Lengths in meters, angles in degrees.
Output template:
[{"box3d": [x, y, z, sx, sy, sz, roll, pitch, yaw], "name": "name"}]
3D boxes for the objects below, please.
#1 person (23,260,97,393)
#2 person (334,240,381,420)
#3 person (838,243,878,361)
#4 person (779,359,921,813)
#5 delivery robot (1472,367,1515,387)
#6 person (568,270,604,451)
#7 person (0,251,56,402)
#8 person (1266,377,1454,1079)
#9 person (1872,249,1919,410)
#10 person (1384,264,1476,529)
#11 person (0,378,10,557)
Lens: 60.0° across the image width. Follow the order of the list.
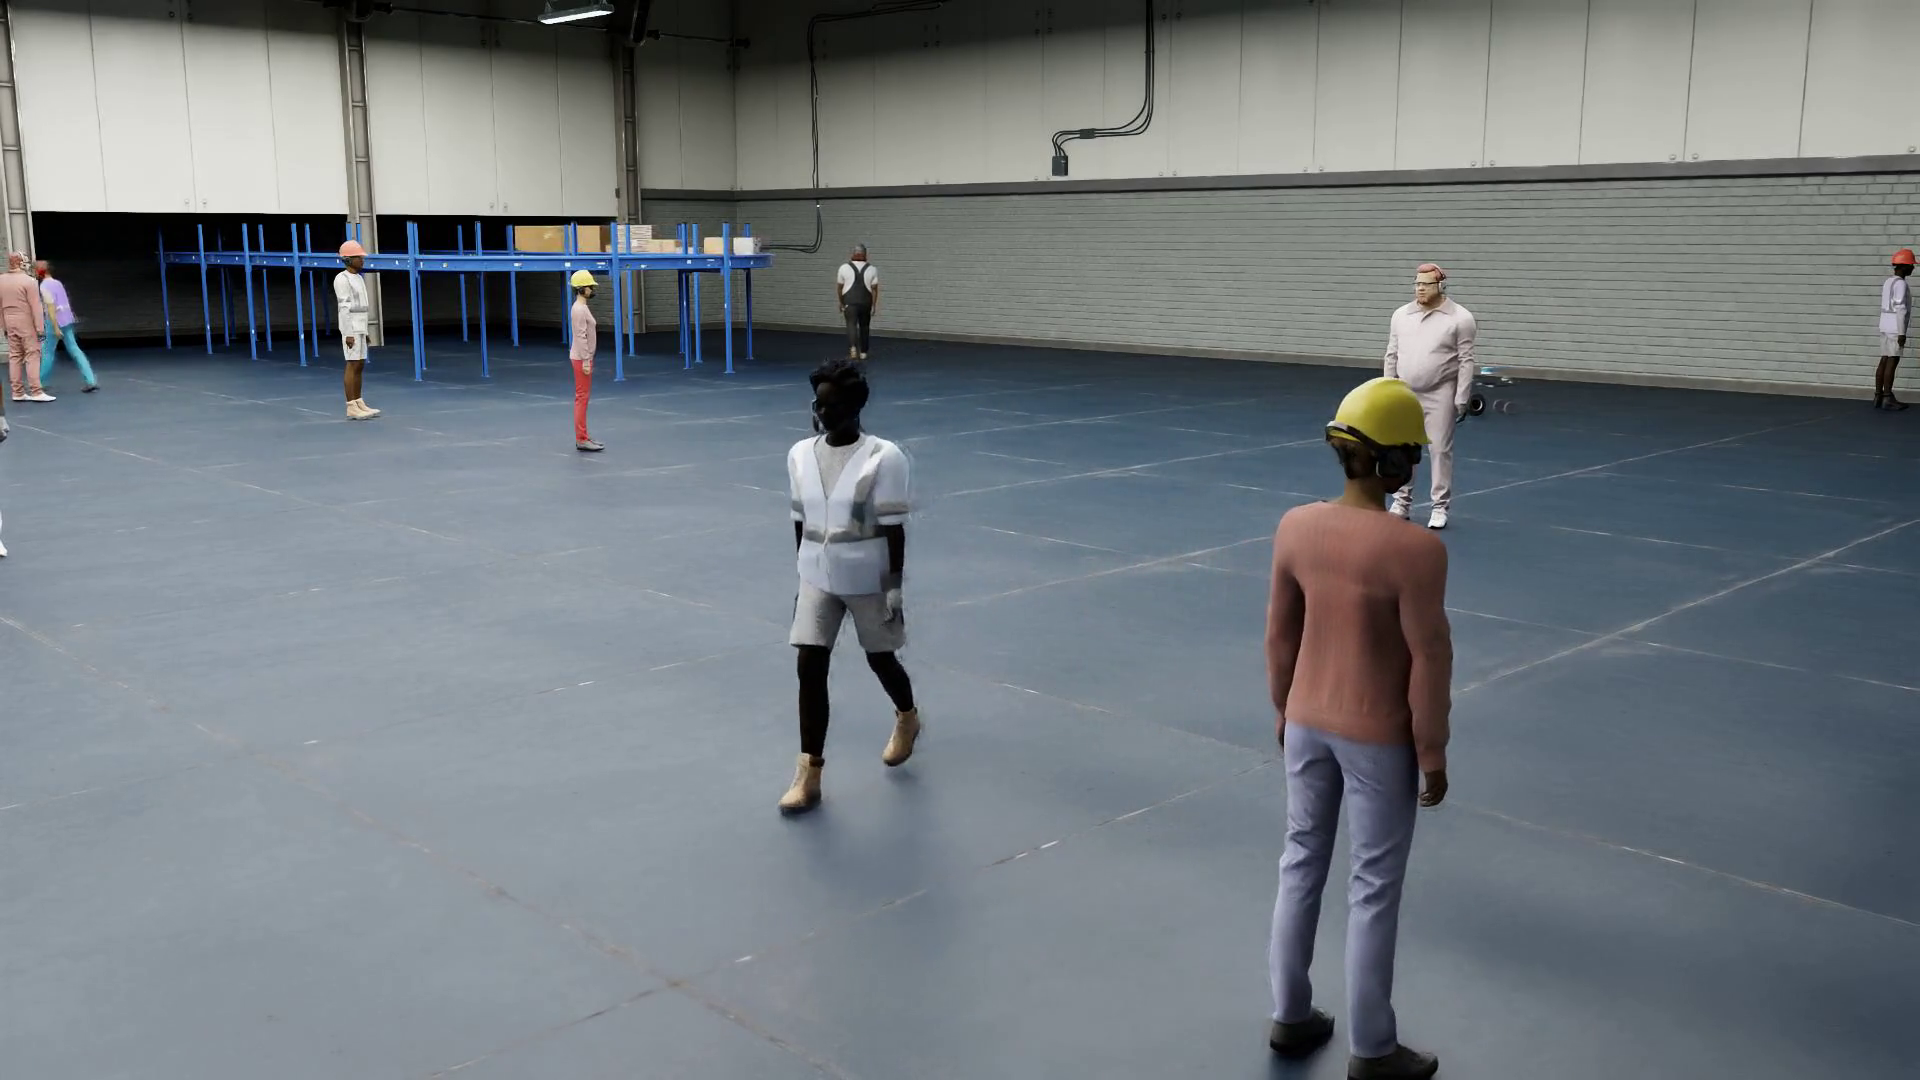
[{"box3d": [-12.152, -2.862, 22.378, 0.997, 1.786, 0.581, 0, 10, 0], "name": "person"}, {"box3d": [-6.994, -2.434, 19.283, 0.370, 2.048, 0.607, 0, 10, -2], "name": "person"}, {"box3d": [-1.738, -4.080, 28.392, 0.677, 2.000, 1.009, -1, 10, -8], "name": "person"}, {"box3d": [-0.393, 0.134, 6.348, 0.535, 1.669, 0.822, 5, 11, 24], "name": "person"}, {"box3d": [6.278, -1.951, 19.875, 0.698, 0.223, 0.335, -2, 11, -11], "name": "delivery robot"}, {"box3d": [-3.707, -1.779, 16.471, 0.309, 1.772, 0.525, -2, 11, -12], "name": "person"}, {"box3d": [-11.910, -2.713, 21.189, 0.652, 1.906, 0.402, 3, 11, 18], "name": "person"}, {"box3d": [1.009, 0.476, 4.183, 0.325, 1.767, 0.533, -8, 13, -37], "name": "person"}, {"box3d": [11.468, -2.580, 20.375, 0.354, 1.939, 0.544, 2, 11, 9], "name": "person"}, {"box3d": [3.368, -1.039, 12.061, 0.651, 1.906, 0.402, 8, 13, 36], "name": "person"}, {"box3d": [-6.534, -0.805, 10.883, 0.533, 1.870, 0.315, -5, 12, -26], "name": "person"}]
